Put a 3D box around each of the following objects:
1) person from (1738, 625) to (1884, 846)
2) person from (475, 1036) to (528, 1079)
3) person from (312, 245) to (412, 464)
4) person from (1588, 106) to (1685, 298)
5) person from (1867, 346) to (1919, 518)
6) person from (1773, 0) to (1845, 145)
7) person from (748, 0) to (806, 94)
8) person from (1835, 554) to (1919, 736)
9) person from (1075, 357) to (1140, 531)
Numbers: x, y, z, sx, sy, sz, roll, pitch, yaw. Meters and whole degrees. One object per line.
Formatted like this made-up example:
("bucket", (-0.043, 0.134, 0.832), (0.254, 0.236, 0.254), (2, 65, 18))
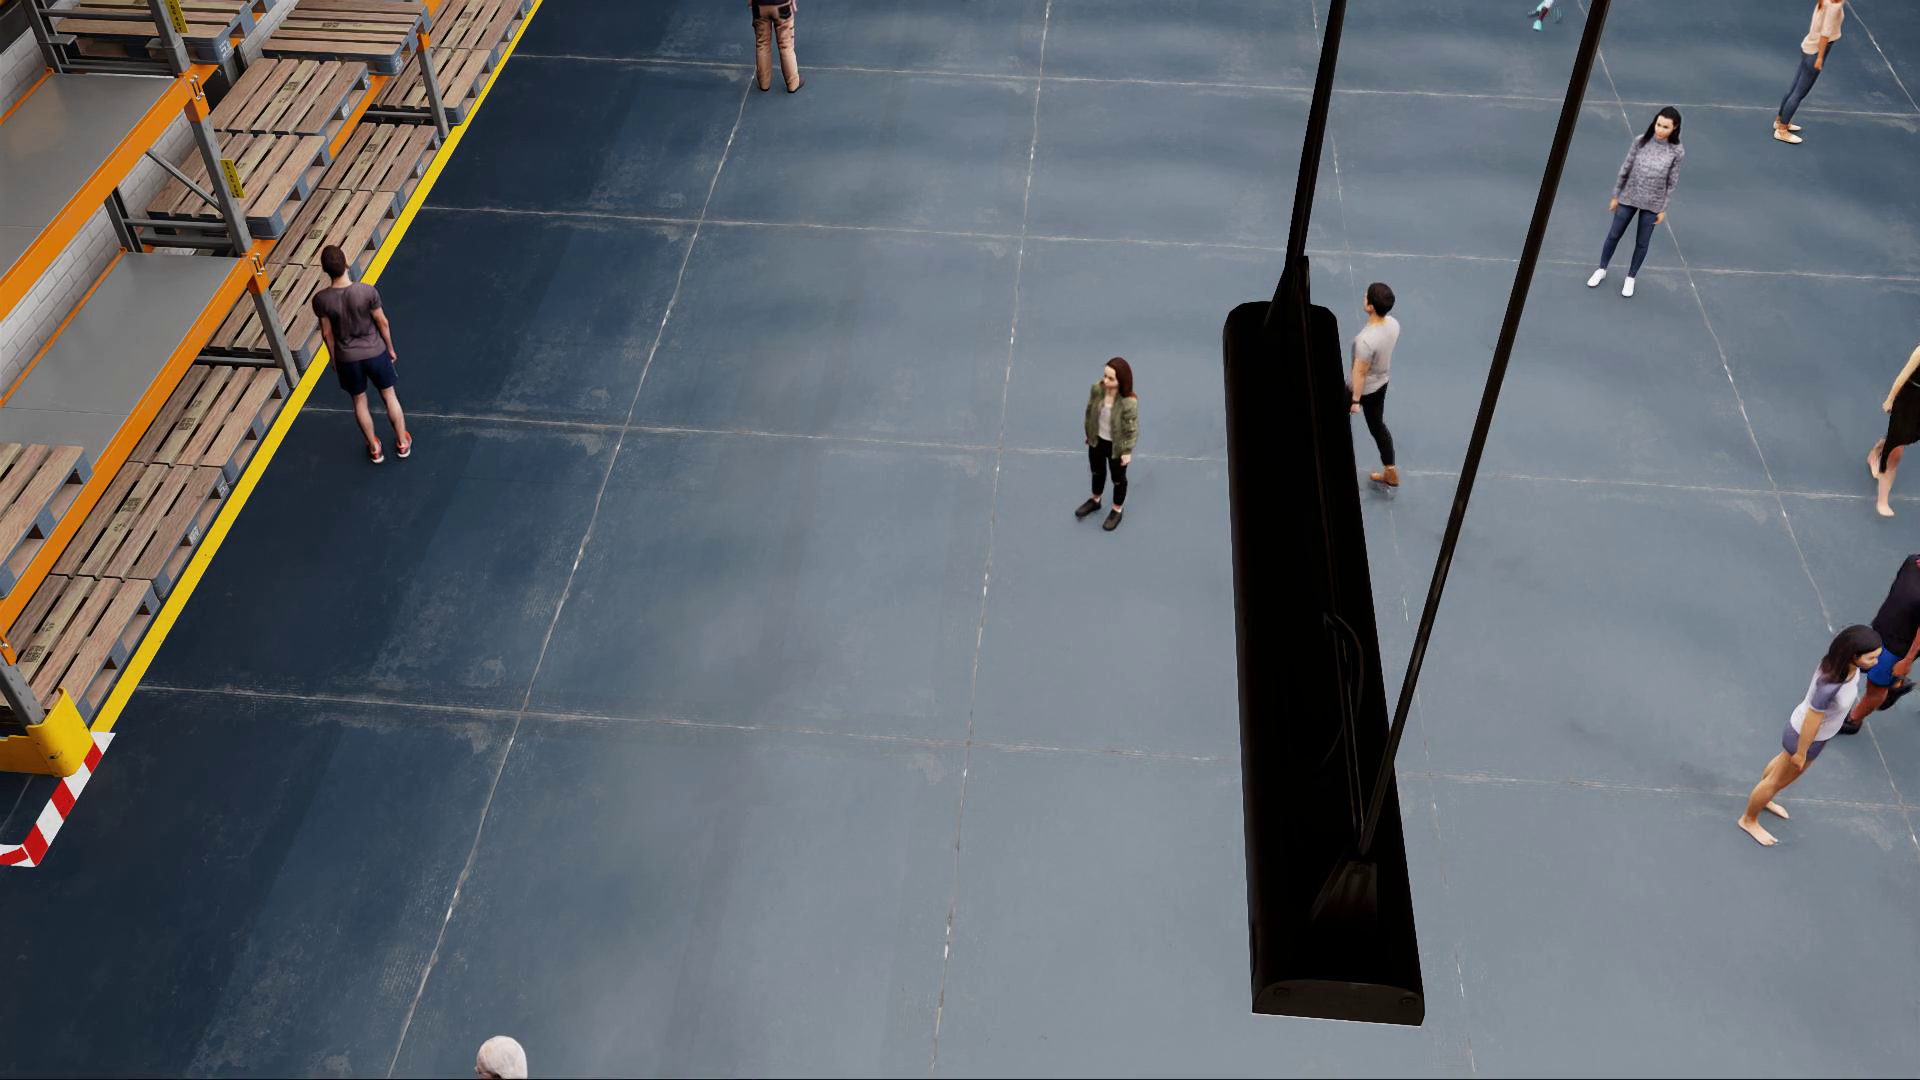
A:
("person", (5.062, 1.128, 9.898), (0.714, 1.733, 0.612), (30, 51, 28))
("person", (-2.081, 2.893, 7.975), (0.714, 1.830, 0.594), (-16, 46, -16))
("person", (-4.481, -1.373, 12.437), (0.712, 1.851, 0.707), (-17, 46, -17))
("person", (5.787, -2.887, 14.112), (0.689, 1.732, 0.663), (21, 48, 21))
("person", (7.038, -1.034, 12.275), (0.557, 1.584, 1.011), (4, 44, 4))
("person", (8.213, -4.708, 15.980), (0.693, 1.792, 0.537), (13, 45, 14))
("person", (-1.894, -5.376, 16.644), (0.698, 1.843, 0.611), (8, 44, 8))
("person", (5.950, 0.592, 10.420), (0.763, 1.788, 0.829), (-5, 44, -5))
("person", (1.087, -0.712, 12.016), (0.651, 1.475, 0.676), (30, 51, 28))
